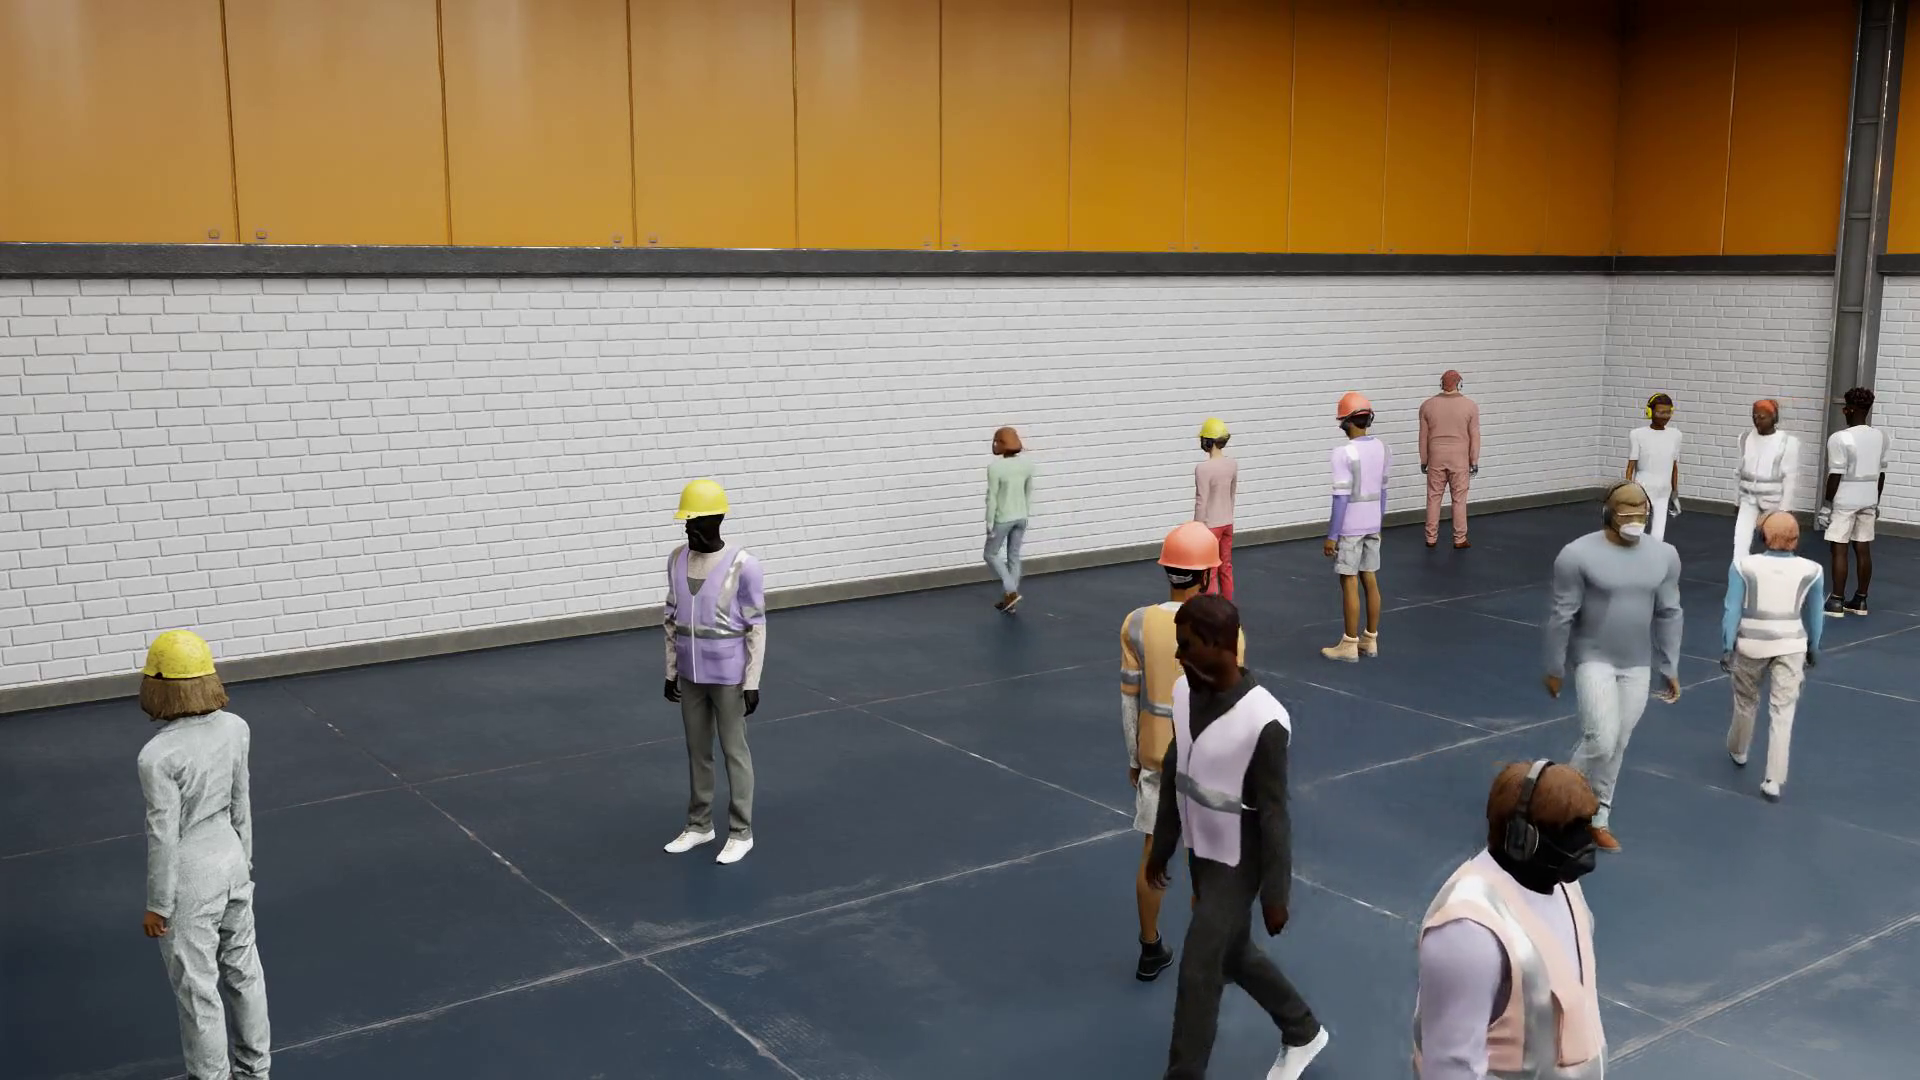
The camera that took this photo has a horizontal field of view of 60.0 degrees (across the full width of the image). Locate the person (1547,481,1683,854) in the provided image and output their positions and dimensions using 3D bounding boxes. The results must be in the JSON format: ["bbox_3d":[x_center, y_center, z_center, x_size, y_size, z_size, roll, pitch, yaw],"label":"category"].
[{"bbox_3d":[3.293,0.651,8.368,0.626,1.917,0.476,-1,9,-9],"label":"person"}]

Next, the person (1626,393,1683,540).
[{"bbox_3d":[6.191,-0.378,14.861,0.523,1.865,0.317,-1,9,-5],"label":"person"}]

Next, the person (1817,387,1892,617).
[{"bbox_3d":[7.606,-0.322,14.196,0.613,1.965,0.361,-3,10,-17],"label":"person"}]

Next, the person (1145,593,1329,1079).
[{"bbox_3d":[0.957,1.104,5.799,0.955,1.853,0.591,-4,10,-22],"label":"person"}]

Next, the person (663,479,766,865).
[{"bbox_3d":[-1.247,0.651,8.315,0.594,1.926,0.367,5,11,30],"label":"person"}]

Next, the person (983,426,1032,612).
[{"bbox_3d":[0.415,-0.165,14.286,0.524,1.625,0.427,-7,12,-37],"label":"person"}]

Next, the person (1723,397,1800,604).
[{"bbox_3d":[7.180,-0.358,14.810,0.951,1.849,0.573,-7,12,-38],"label":"person"}]

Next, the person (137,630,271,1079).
[{"bbox_3d":[-2.626,1.165,5.713,0.295,1.743,0.493,2,9,13],"label":"person"}]

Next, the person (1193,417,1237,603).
[{"bbox_3d":[2.047,-0.109,13.494,0.308,1.772,0.525,8,12,41],"label":"person"}]

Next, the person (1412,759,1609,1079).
[{"bbox_3d":[1.329,1.408,3.950,0.481,1.827,0.658,7,12,37],"label":"person"}]

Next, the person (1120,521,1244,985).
[{"bbox_3d":[0.926,0.887,6.834,0.544,1.939,0.354,5,11,30],"label":"person"}]

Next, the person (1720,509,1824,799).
[{"bbox_3d":[4.627,0.618,9.515,0.541,1.588,0.871,3,10,17],"label":"person"}]

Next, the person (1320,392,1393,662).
[{"bbox_3d":[2.974,-0.095,12.585,0.605,2.036,0.393,-7,12,-37],"label":"person"}]

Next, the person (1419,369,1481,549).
[{"bbox_3d":[5.201,-0.857,17.679,0.643,1.910,0.411,5,10,27],"label":"person"}]
